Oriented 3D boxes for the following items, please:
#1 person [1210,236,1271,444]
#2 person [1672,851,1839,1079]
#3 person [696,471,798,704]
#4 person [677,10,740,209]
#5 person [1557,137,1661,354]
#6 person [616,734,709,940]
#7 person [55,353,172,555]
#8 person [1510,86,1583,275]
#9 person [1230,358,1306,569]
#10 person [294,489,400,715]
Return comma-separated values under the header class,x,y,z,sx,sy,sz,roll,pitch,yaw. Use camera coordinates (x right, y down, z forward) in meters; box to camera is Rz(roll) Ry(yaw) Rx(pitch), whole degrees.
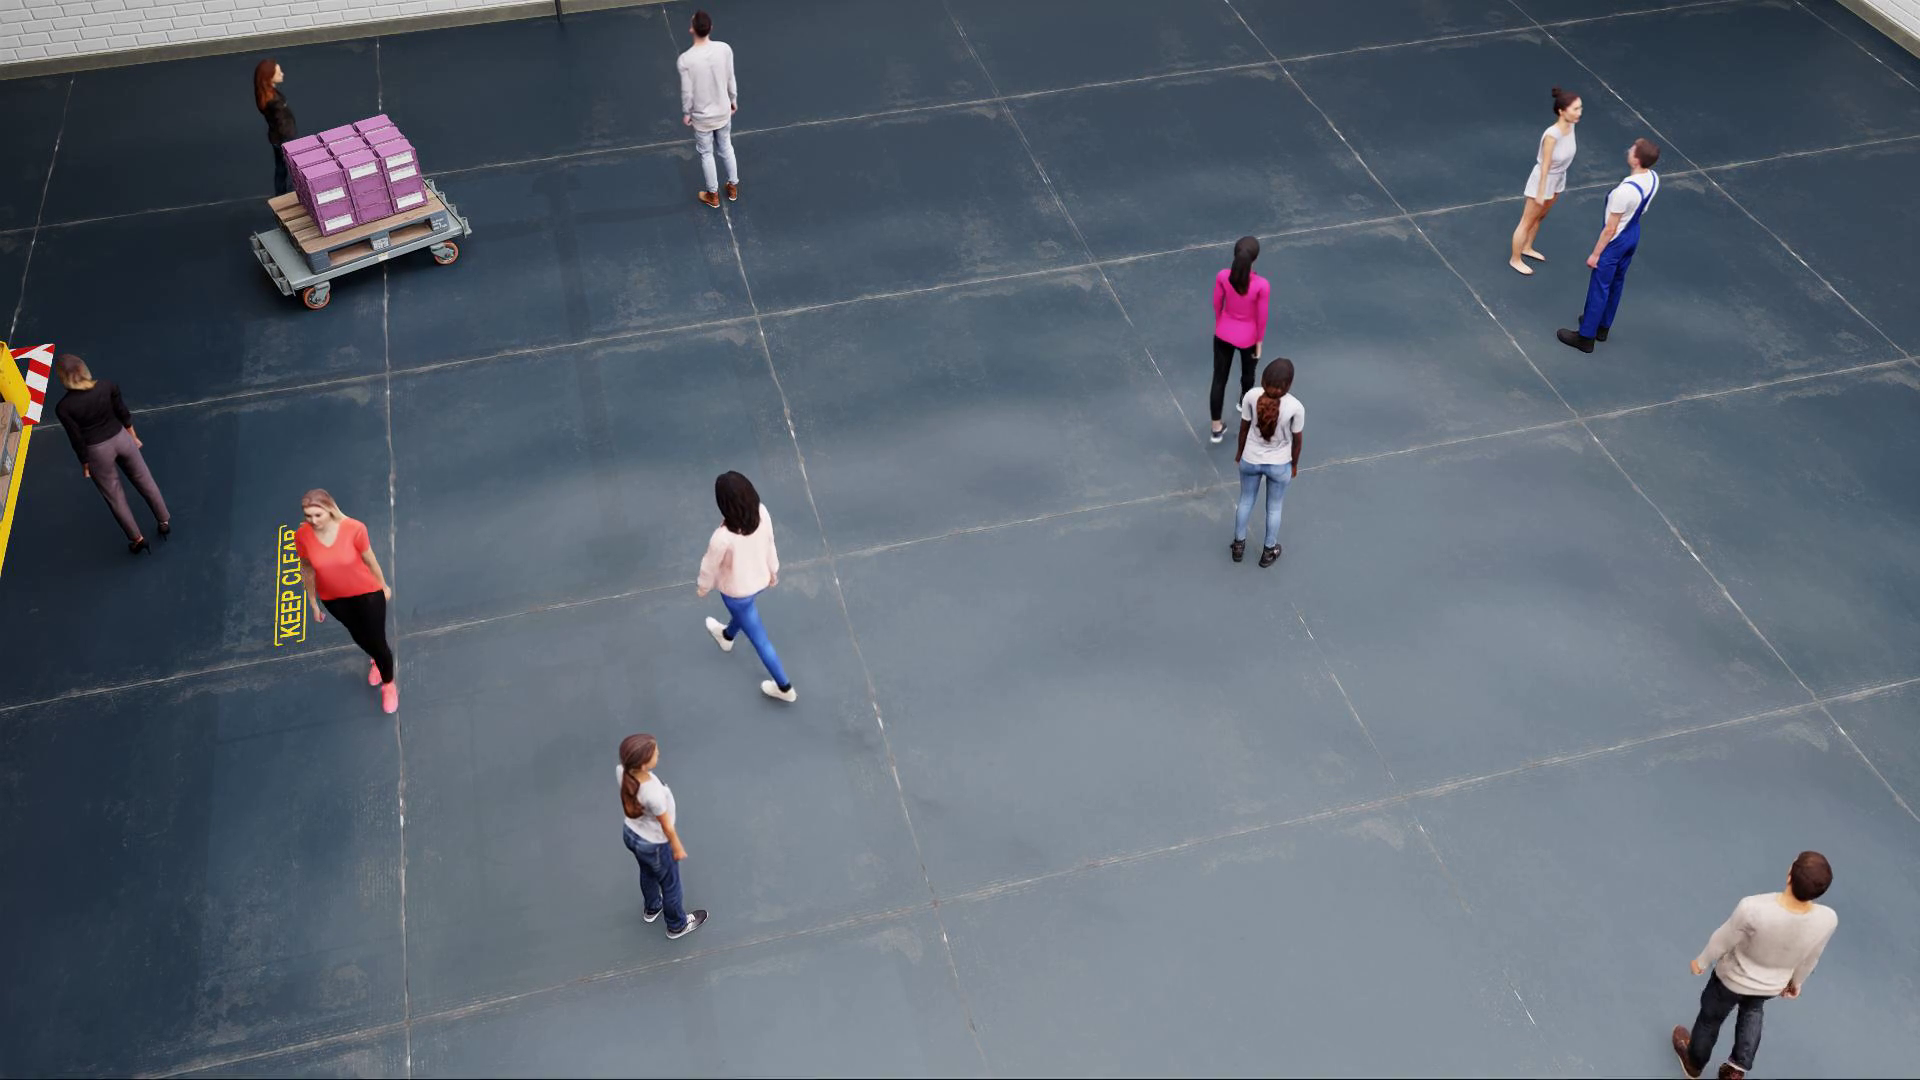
class,x,y,z,sx,sy,sz,roll,pitch,yaw
person,2.008,-1.437,12.247,0.926,1.679,1.019,18,46,18
person,3.952,2.231,8.268,0.756,1.857,0.812,1,44,1
person,-1.277,0.352,10.344,1.214,1.714,1.056,30,51,28
person,-2.191,-3.786,14.596,0.745,1.841,0.679,-23,48,-23
person,5.154,-2.321,13.053,0.705,1.847,0.695,-28,50,-26
person,-1.690,1.619,9.124,0.608,1.563,0.693,33,53,30
person,-5.793,-0.584,11.357,0.717,1.671,0.680,27,50,26
person,4.926,-3.022,13.968,0.707,1.601,0.669,31,52,28
person,2.075,-0.528,11.264,0.670,1.719,0.706,16,46,16
person,-3.808,0.274,10.455,0.680,1.674,0.817,-4,44,-4
